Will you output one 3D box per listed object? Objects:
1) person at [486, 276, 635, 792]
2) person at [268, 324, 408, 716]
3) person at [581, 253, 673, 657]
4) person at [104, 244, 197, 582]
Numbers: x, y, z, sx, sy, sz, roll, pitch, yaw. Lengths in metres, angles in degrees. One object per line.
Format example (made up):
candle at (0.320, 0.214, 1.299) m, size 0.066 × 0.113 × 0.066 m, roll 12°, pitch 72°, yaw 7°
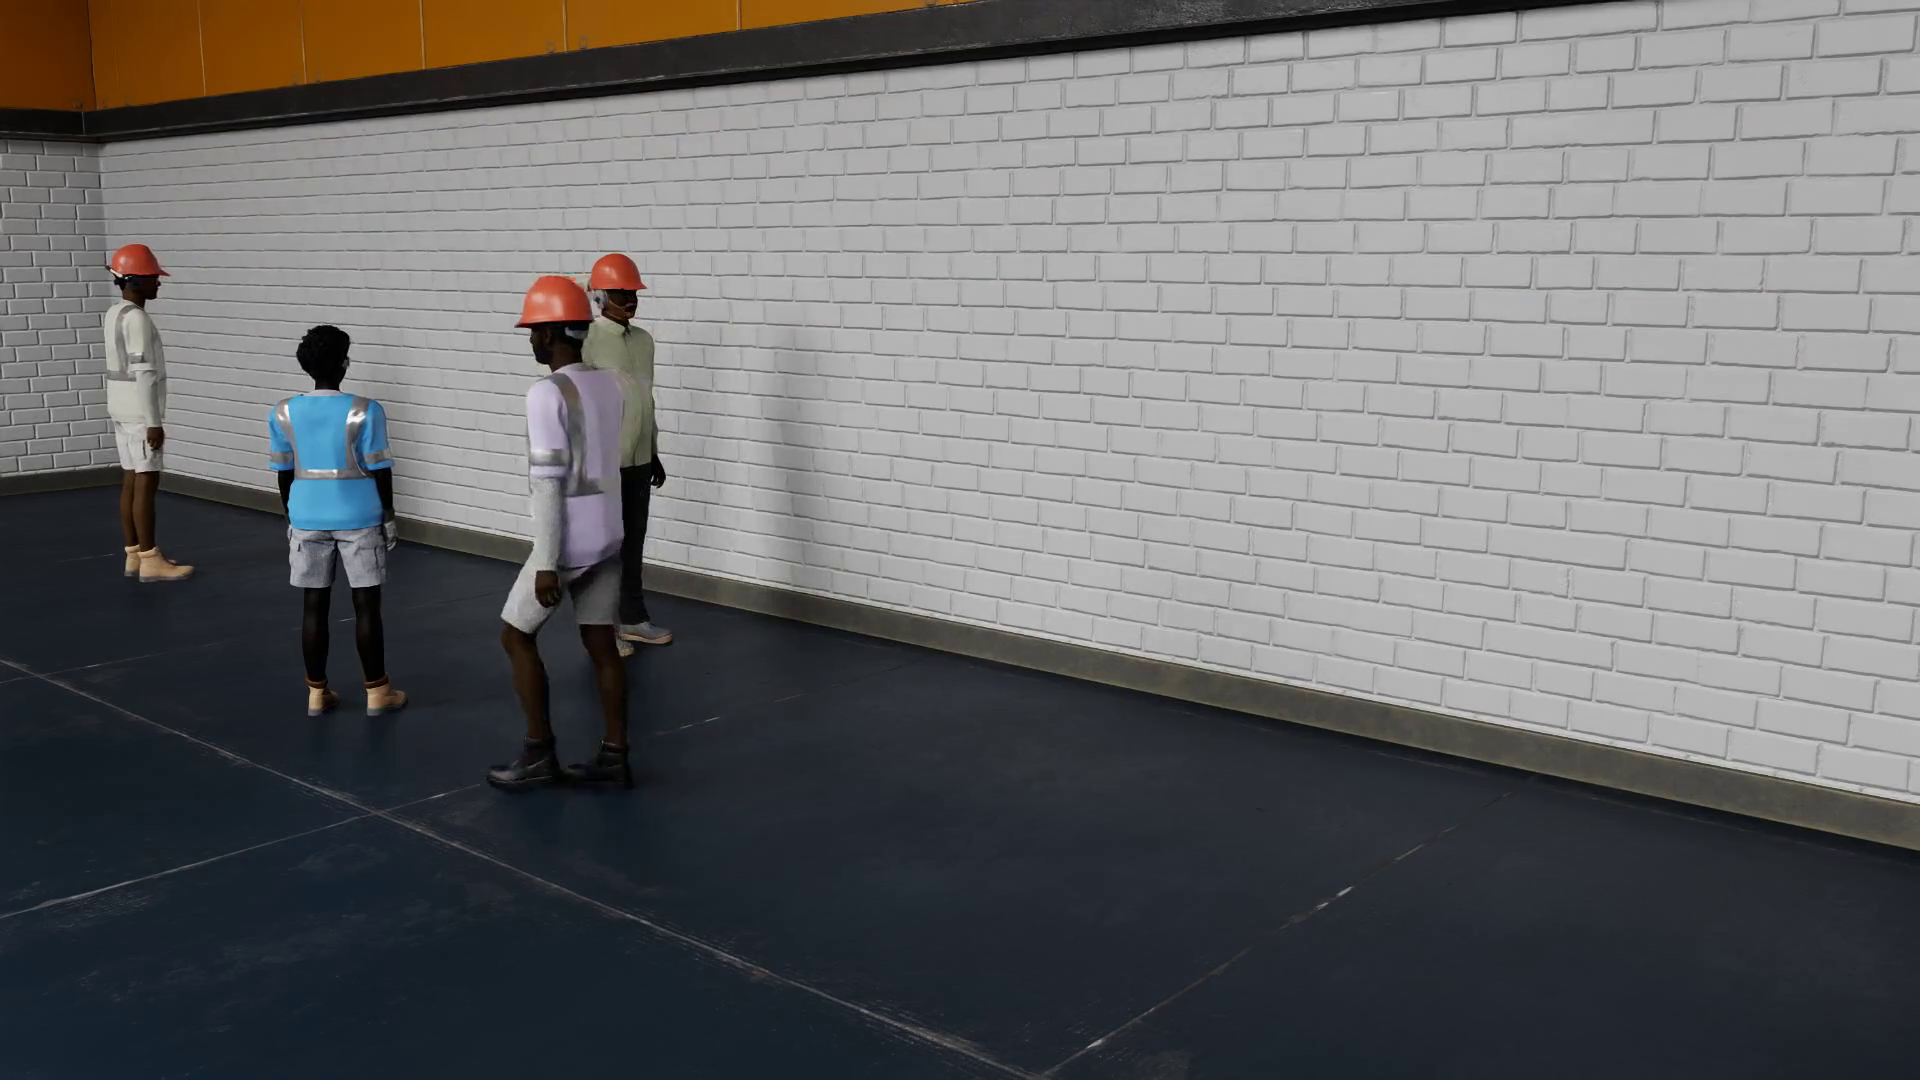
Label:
person at (-1.525, -0.001, 6.134) m, size 0.665 × 1.916 × 0.586 m, roll 3°, pitch 11°, yaw 19°
person at (-2.681, -0.075, 7.181) m, size 0.533 × 1.699 × 0.318 m, roll 0°, pitch 10°, yaw 2°
person at (-1.704, -0.425, 8.331) m, size 0.381 × 1.994 × 0.615 m, roll 5°, pitch 11°, yaw 27°
person at (-4.980, -0.770, 10.159) m, size 0.394 × 2.044 × 0.609 m, roll -8°, pitch 13°, yaw -38°
